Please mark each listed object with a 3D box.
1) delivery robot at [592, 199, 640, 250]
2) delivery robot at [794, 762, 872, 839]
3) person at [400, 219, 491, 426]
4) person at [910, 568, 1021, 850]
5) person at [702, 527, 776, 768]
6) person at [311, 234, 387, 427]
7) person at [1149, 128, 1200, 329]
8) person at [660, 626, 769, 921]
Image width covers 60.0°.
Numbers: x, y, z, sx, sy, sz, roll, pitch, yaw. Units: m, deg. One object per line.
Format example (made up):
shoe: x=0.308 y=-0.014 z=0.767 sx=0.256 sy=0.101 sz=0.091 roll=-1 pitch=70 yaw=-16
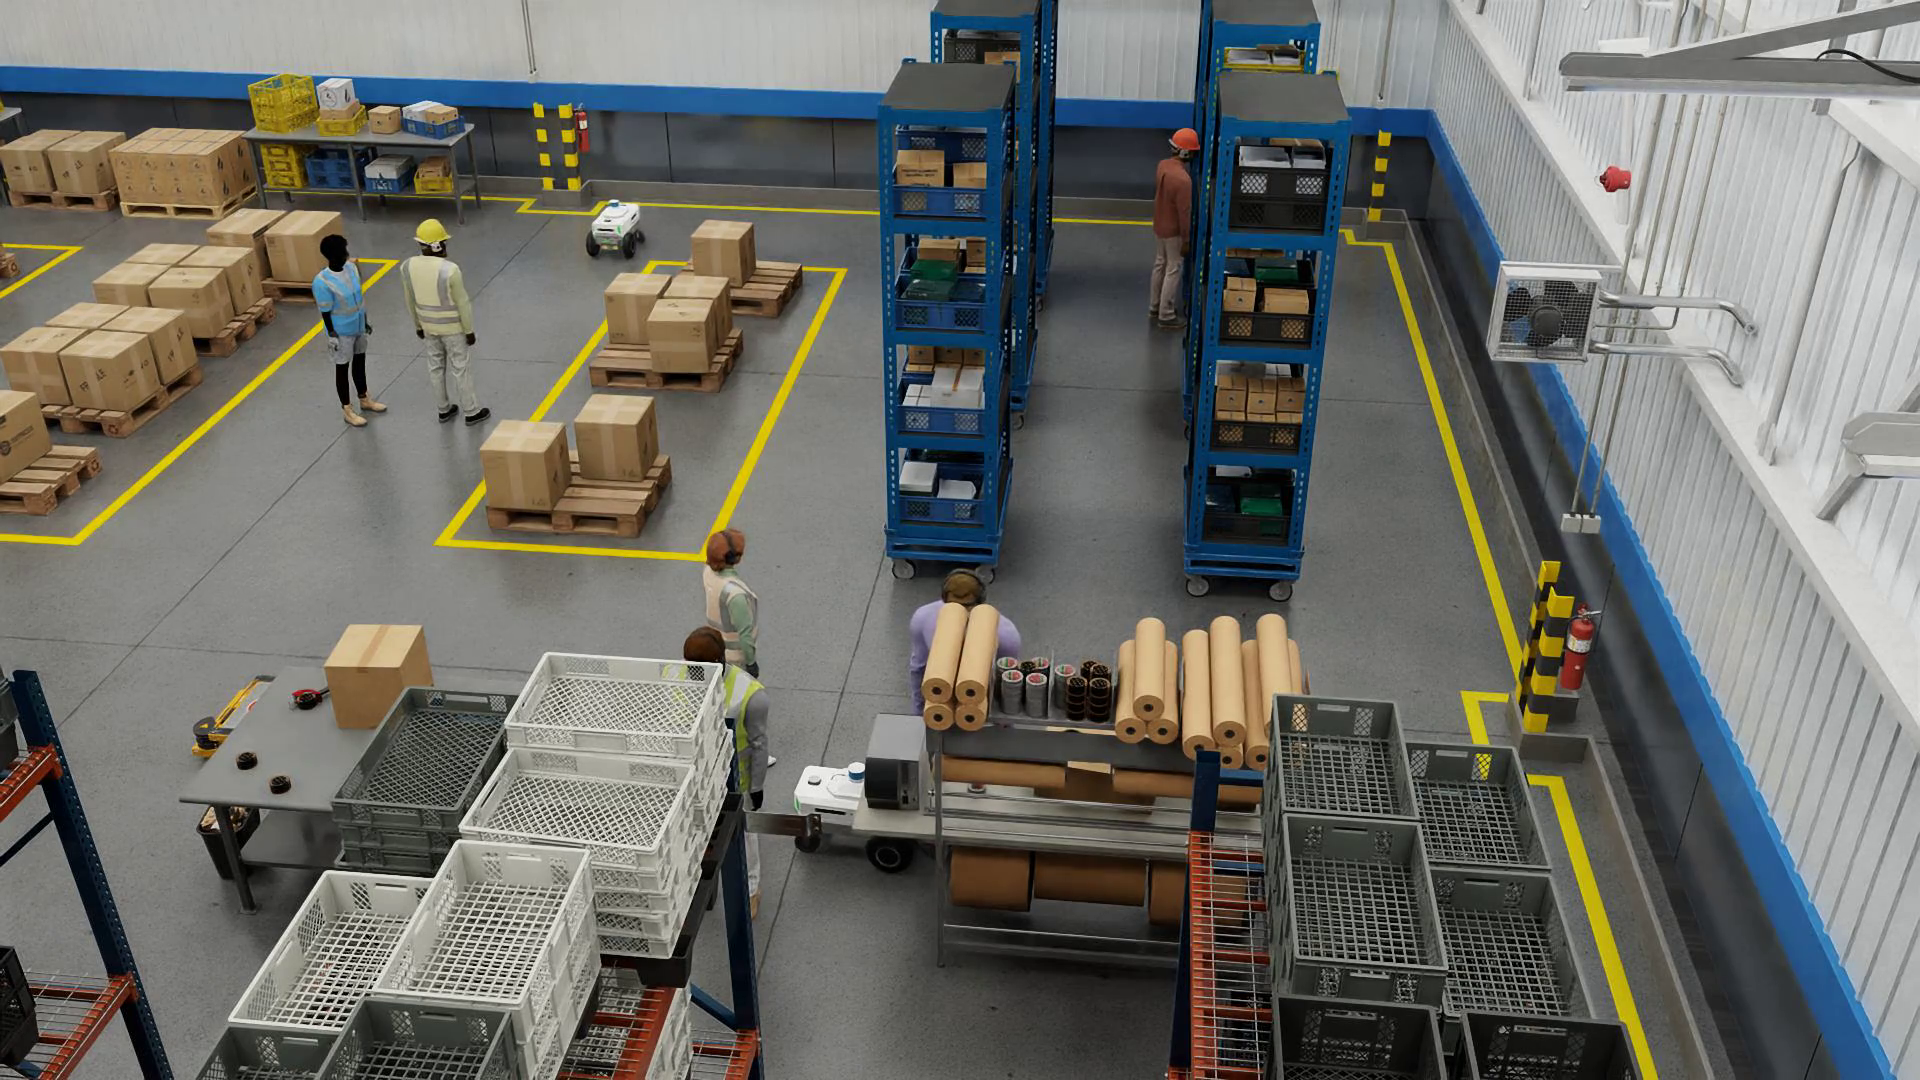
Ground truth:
delivery robot: x=-3.783 y=-3.498 z=18.284 sx=0.477 sy=0.478 sz=0.707 roll=4 pitch=31 yaw=6
delivery robot: x=-0.595 y=1.514 z=9.675 sx=0.707 sy=0.478 sz=0.477 roll=6 pitch=31 yaw=10
person: x=-4.436 y=-1.862 z=14.309 sx=0.589 sy=1.827 sz=0.404 roll=10 pitch=32 yaw=16
person: x=0.024 y=0.968 z=9.349 sx=0.627 sy=1.932 sz=0.368 roll=10 pitch=32 yaw=16
person: x=-1.383 y=0.666 z=10.151 sx=0.307 sy=1.640 sz=0.513 roll=-18 pitch=35 yaw=-27
person: x=-5.298 y=-1.830 z=14.382 sx=0.319 sy=1.697 sz=0.532 roll=10 pitch=32 yaw=16
person: x=2.088 y=-3.020 z=16.152 sx=0.412 sy=1.979 sz=0.631 roll=-10 pitch=32 yaw=-16
person: x=-1.325 y=1.263 z=8.925 sx=0.627 sy=1.846 sz=0.429 roll=7 pitch=31 yaw=13
